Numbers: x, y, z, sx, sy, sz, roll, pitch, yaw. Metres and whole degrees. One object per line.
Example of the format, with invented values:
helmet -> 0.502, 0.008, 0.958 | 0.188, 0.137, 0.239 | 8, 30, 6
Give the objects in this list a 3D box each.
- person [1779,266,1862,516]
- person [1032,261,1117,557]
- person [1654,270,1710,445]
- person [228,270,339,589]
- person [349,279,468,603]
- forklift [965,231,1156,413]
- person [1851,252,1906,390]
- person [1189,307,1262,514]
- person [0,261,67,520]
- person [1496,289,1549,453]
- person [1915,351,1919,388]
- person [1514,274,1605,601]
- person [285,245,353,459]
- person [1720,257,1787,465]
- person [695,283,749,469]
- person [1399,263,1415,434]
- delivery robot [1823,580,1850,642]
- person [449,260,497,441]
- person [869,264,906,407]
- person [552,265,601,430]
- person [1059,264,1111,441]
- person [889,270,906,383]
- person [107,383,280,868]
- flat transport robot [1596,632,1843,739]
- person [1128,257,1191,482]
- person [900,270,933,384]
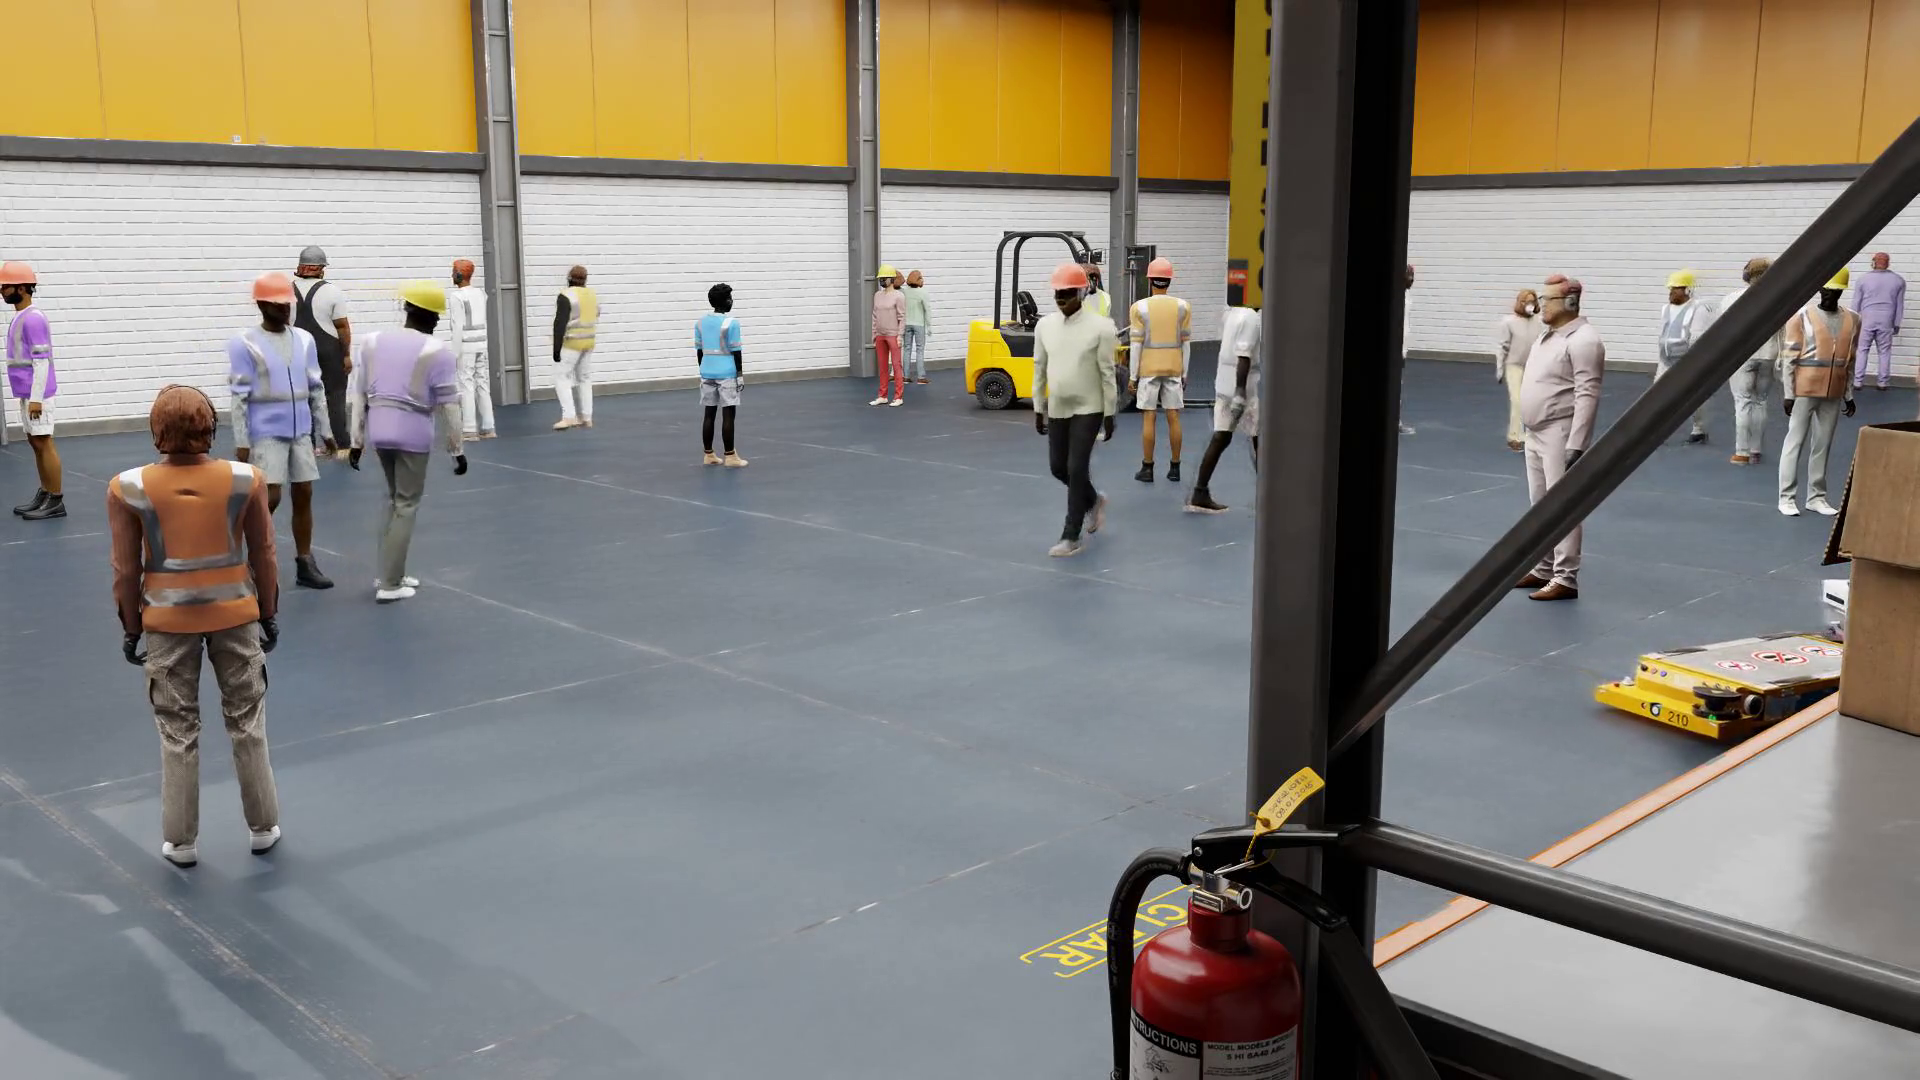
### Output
person -> 6.551, -1.136, 12.663 | 0.587, 1.922, 0.383 | -1, 10, -5
person -> 0.815, -0.904, 11.296 | 0.631, 1.970, 0.818 | 7, 12, 33
person -> 7.251, -1.829, 16.828 | 0.923, 1.785, 0.596 | -5, 12, -26
person -> -4.053, -0.652, 10.004 | 0.471, 1.928, 0.567 | 7, 12, 33
person -> -3.235, -0.580, 9.747 | 0.623, 1.873, 0.590 | 3, 11, 17
forklift -> 1.222, -2.721, 20.561 | 2.313, 2.155, 1.214 | 2, 11, 13
person -> 12.623, -3.005, 22.926 | 0.657, 1.900, 0.404 | 2, 11, 12
person -> 2.224, -1.136, 12.708 | 0.992, 1.898, 0.679 | -1, 10, -6
person -> -7.007, -1.119, 12.528 | 0.358, 1.938, 0.542 | -8, 13, -37
person -> 5.578, -1.645, 16.324 | 0.503, 1.600, 0.795 | -2, 11, -11
person -> 8.873, -1.513, 14.926 | 0.506, 1.847, 0.344 | 4, 11, 21
person -> 3.485, -0.602, 9.795 | 0.408, 1.905, 0.654 | -1, 10, -5
person -> -6.120, -1.794, 15.927 | 0.684, 2.000, 0.538 | 1, 10, 6
person -> 7.377, -1.665, 15.575 | 0.654, 1.920, 0.648 | 0, 10, 2
person -> -2.195, -1.506, 15.283 | 0.540, 1.698, 0.318 | 7, 13, 34
person -> 4.495, -2.010, 17.630 | 0.786, 1.857, 0.620 | -3, 11, -14
delivery robot -> 4.660, 0.321, 8.194 | 0.707, 0.478, 0.477 | 0, 10, 1
person -> -5.108, -1.963, 17.332 | 0.459, 1.891, 0.602 | 3, 11, 16
person -> -0.905, -2.554, 20.823 | 0.524, 1.769, 0.308 | 8, 13, 38
person -> -4.279, -2.125, 18.454 | 0.447, 1.816, 0.761 | 6, 12, 30
person -> 1.324, -1.929, 17.220 | 0.624, 1.841, 0.430 | -6, 12, -31
person -> -0.922, -3.092, 24.119 | 0.286, 1.633, 0.498 | -7, 13, -34
person -> -2.570, 0.294, 5.635 | 0.514, 1.641, 0.309 | -6, 12, -29
flat transport robot -> 3.648, 0.635, 7.511 | 1.431, 0.197, 0.652 | -5, 12, -26
person -> 1.719, -1.466, 14.414 | 0.543, 1.939, 0.371 | -1, 10, -8
person -> -0.645, -3.065, 23.969 | 0.523, 1.635, 0.307 | 4, 11, 23
